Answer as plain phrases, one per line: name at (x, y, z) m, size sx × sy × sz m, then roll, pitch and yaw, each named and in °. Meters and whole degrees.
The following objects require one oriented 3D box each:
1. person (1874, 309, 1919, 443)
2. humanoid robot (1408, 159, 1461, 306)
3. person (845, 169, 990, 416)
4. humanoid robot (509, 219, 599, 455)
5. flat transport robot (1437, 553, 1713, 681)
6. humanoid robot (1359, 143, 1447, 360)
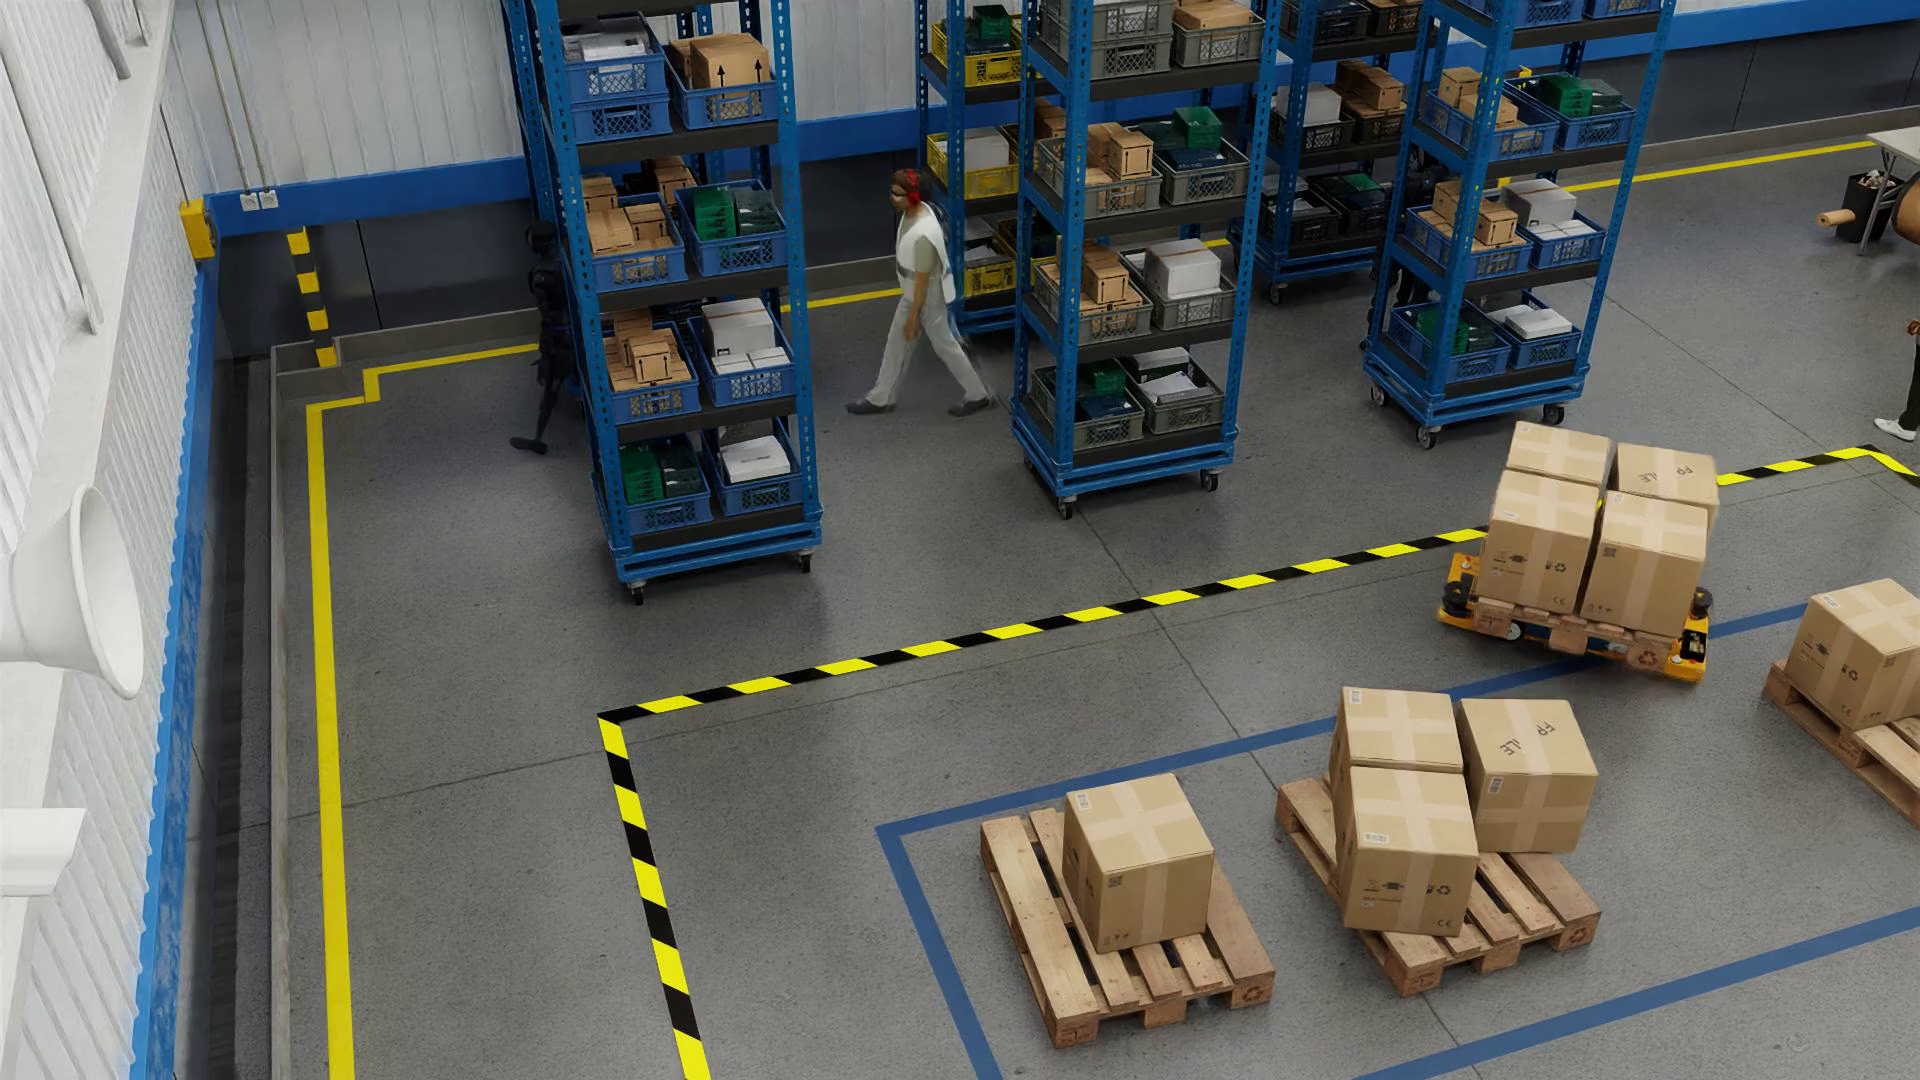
person at (6.444, -1.507, 10.820) m, size 0.592 × 1.849 × 0.395 m, roll -10°, pitch 36°, yaw -14°
humanoid robot at (3.395, -2.090, 11.824) m, size 0.718 × 1.638 × 0.609 m, roll -11°, pitch 37°, yaw -15°
person at (-0.253, -1.604, 11.010) m, size 0.993 × 1.790 × 0.591 m, roll -9°, pitch 36°, yaw -12°
humanoid robot at (-2.619, -1.303, 10.700) m, size 0.717 × 1.630 × 0.598 m, roll 2°, pitch 35°, yaw 3°
flat transport robot at (3.514, 0.373, 9.503) m, size 1.431 × 0.197 × 0.652 m, roll 13°, pitch 37°, yaw 18°
humanoid robot at (3.163, -2.082, 11.772) m, size 0.599 × 1.657 × 0.315 m, roll -15°, pitch 38°, yaw -20°
